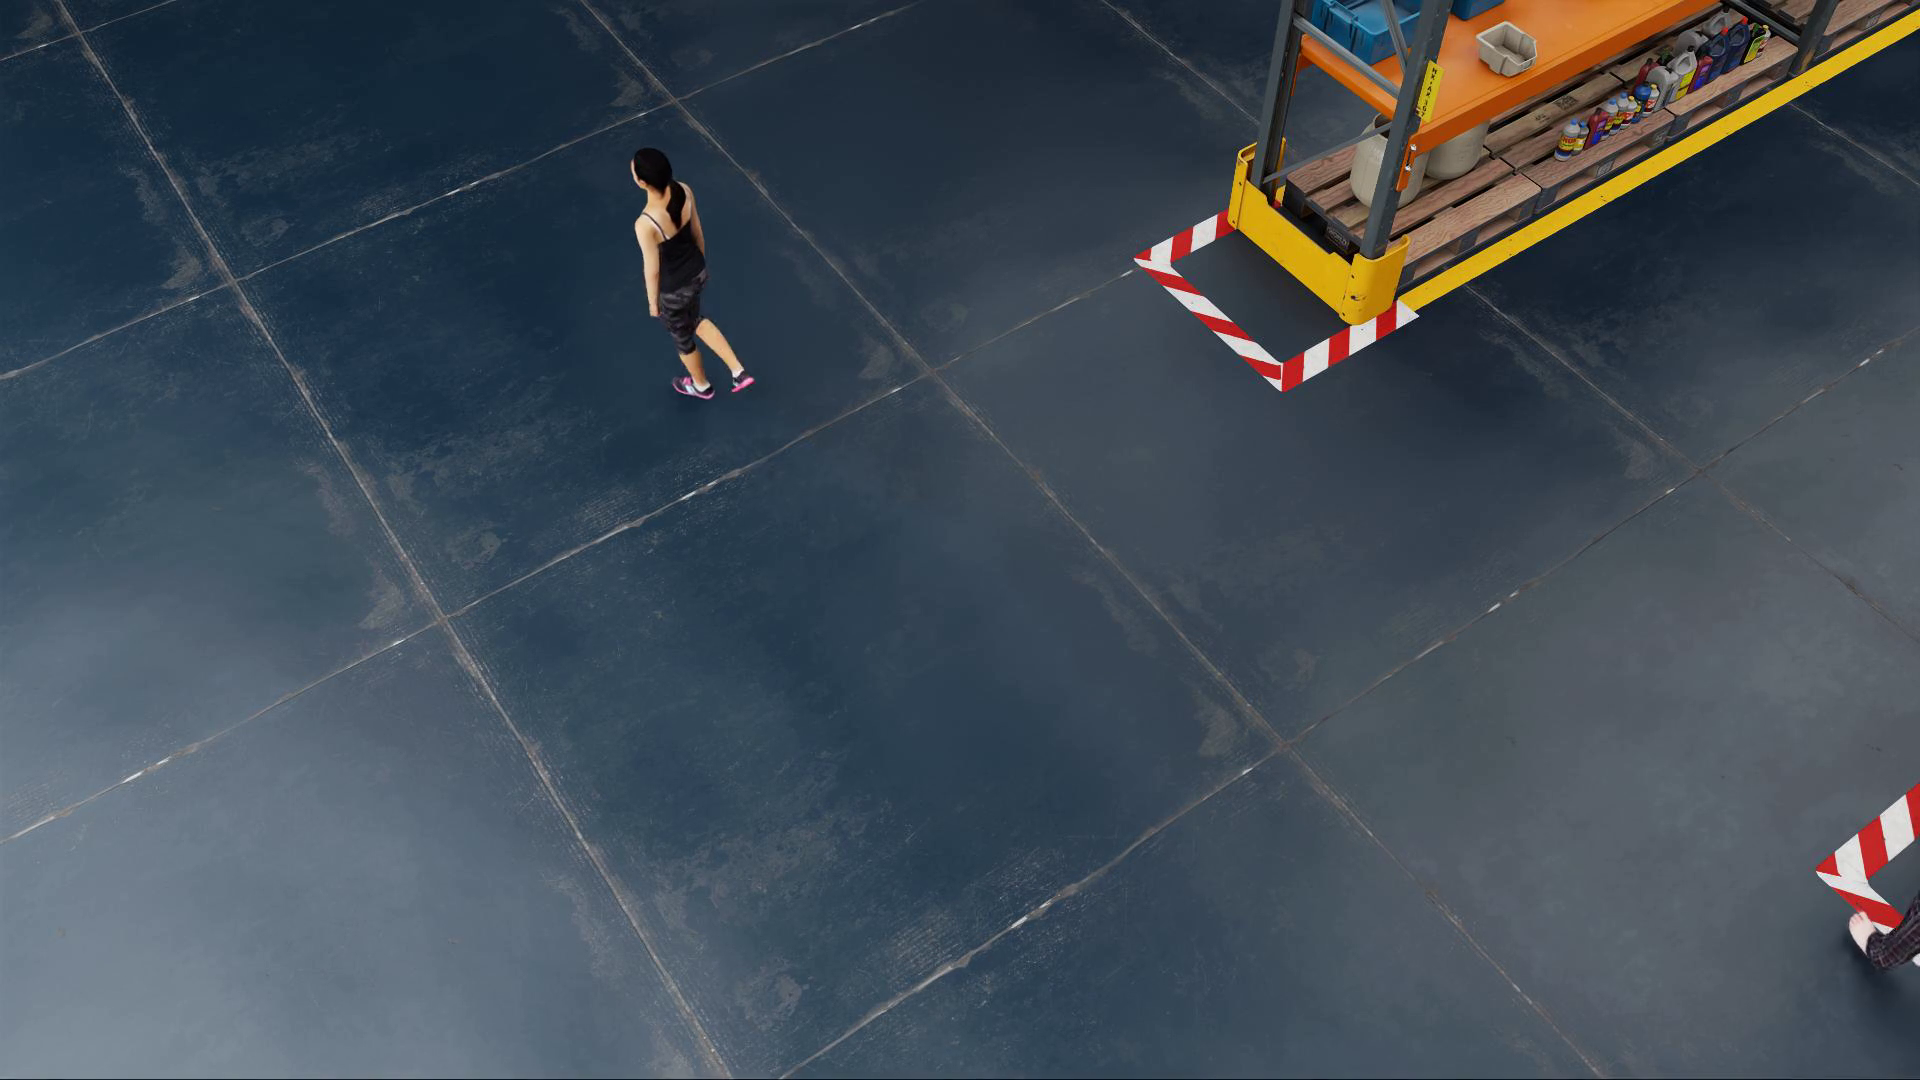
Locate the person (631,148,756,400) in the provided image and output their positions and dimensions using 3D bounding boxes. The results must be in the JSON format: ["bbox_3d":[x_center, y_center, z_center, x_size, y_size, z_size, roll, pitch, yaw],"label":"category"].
[{"bbox_3d":[-1.387,-1.286,8.640,0.822,1.712,0.821,27,57,19],"label":"person"}]
